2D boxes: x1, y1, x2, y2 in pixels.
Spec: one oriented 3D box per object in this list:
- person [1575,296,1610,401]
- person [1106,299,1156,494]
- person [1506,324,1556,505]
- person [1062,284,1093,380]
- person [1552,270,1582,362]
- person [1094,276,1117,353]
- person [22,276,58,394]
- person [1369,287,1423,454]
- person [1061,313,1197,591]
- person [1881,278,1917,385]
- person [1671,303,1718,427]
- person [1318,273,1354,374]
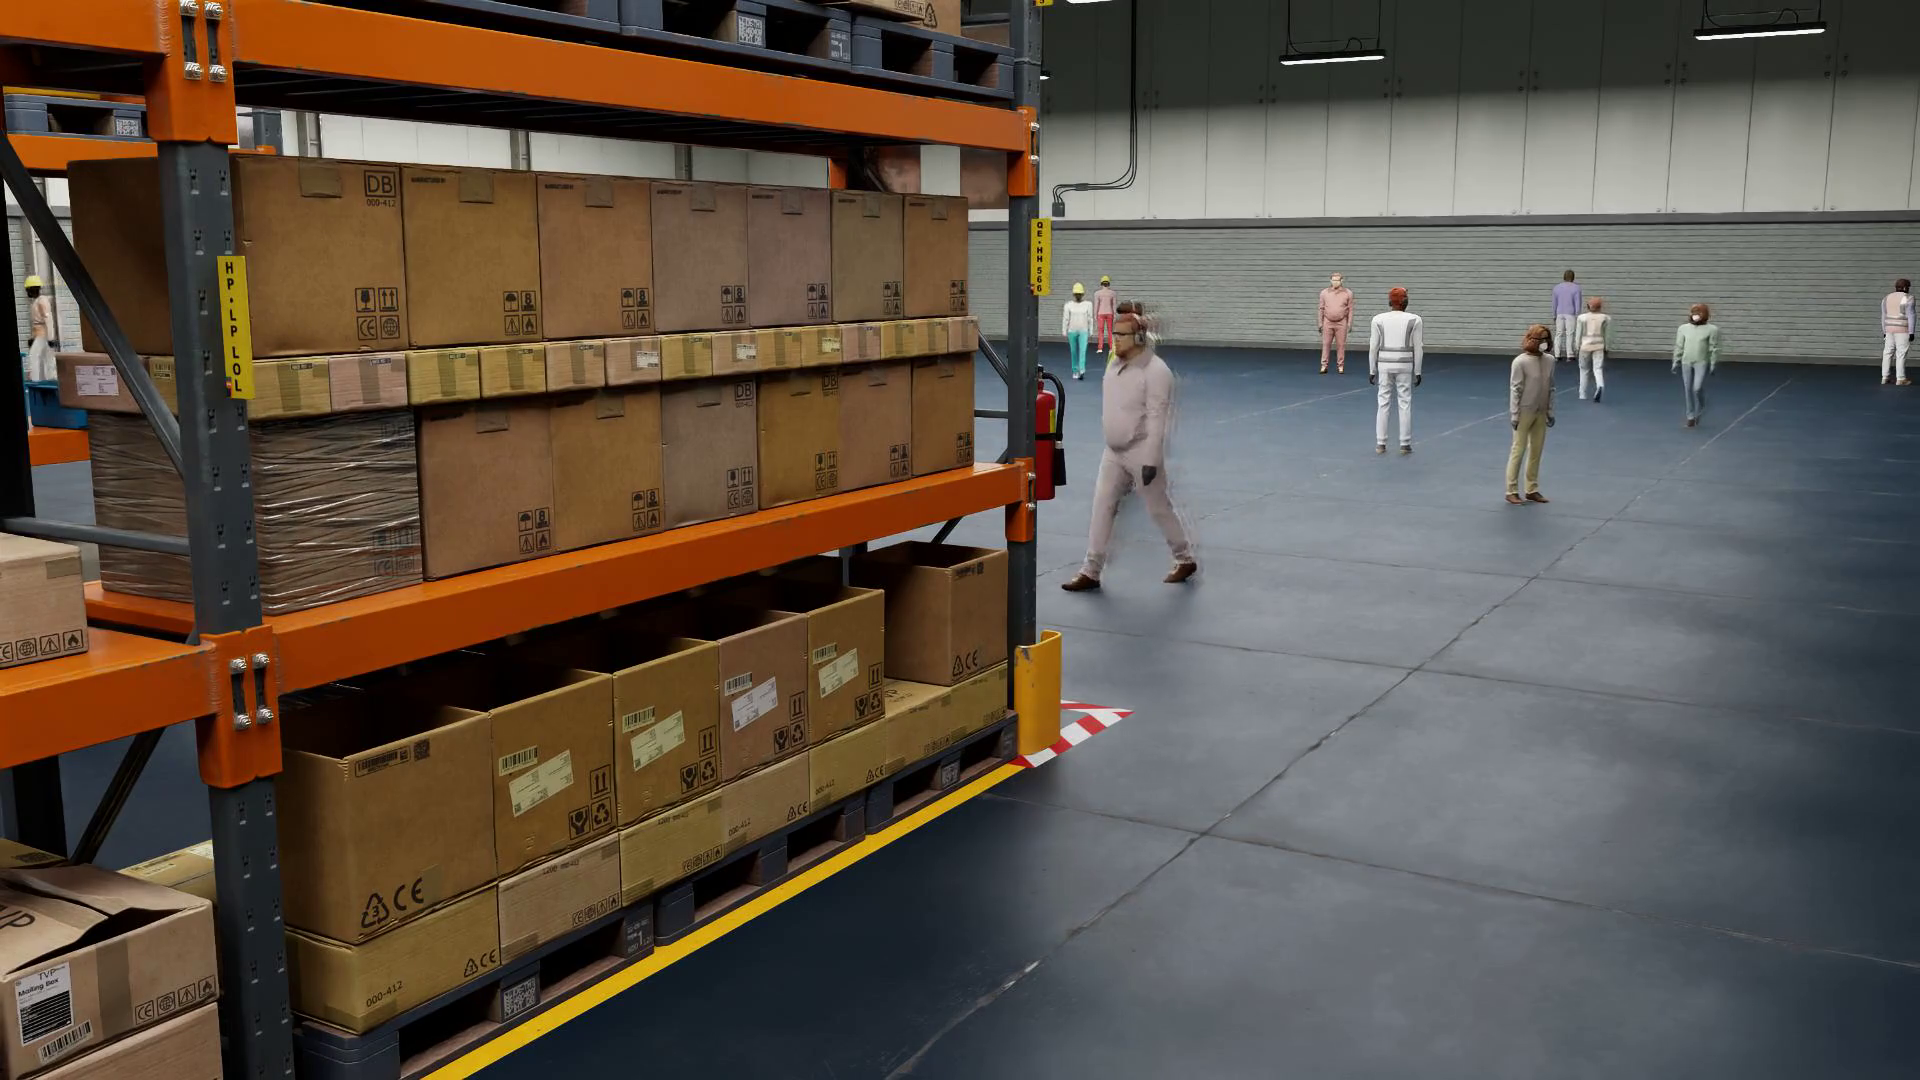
[{"bbox_3d":[9.720,-2.931,25.546,0.518,1.615,0.702,2,10,9],"label":"person"},{"bbox_3d":[1.563,-1.315,15.465,0.439,1.829,0.629,-2,10,-13],"label":"person"},{"bbox_3d":[5.143,-1.125,14.955,0.505,1.624,0.296,-5,11,-26],"label":"person"},{"bbox_3d":[2.120,-3.744,30.003,0.547,1.712,0.928,1,10,5],"label":"person"},{"bbox_3d":[12.842,-4.748,35.235,0.377,1.940,0.629,-9,13,-44],"label":"person"},{"bbox_3d":[3.329,-5.164,38.182,0.533,1.765,0.324,-1,10,-7],"label":"person"},{"bbox_3d":[-14.971,-3.304,26.882,0.798,1.893,0.605,-7,12,-36],"label":"person"},{"bbox_3d":[4.923,-1.914,18.806,0.582,1.881,0.338,4,10,21],"label":"person"},{"bbox_3d":[1.192,-0.595,11.181,1.024,1.858,0.659,-7,12,-34],"label":"person"},{"bbox_3d":[16.297,-3.610,28.856,0.429,1.845,0.627,-4,10,-22],"label":"person"},{"bbox_3d":[9.535,-2.267,21.641,0.514,1.613,0.499,9,13,42],"label":"person"},{"bbox_3d":[7.107,-4.096,31.516,0.649,1.906,0.401,3,10,16],"label":"person"}]
